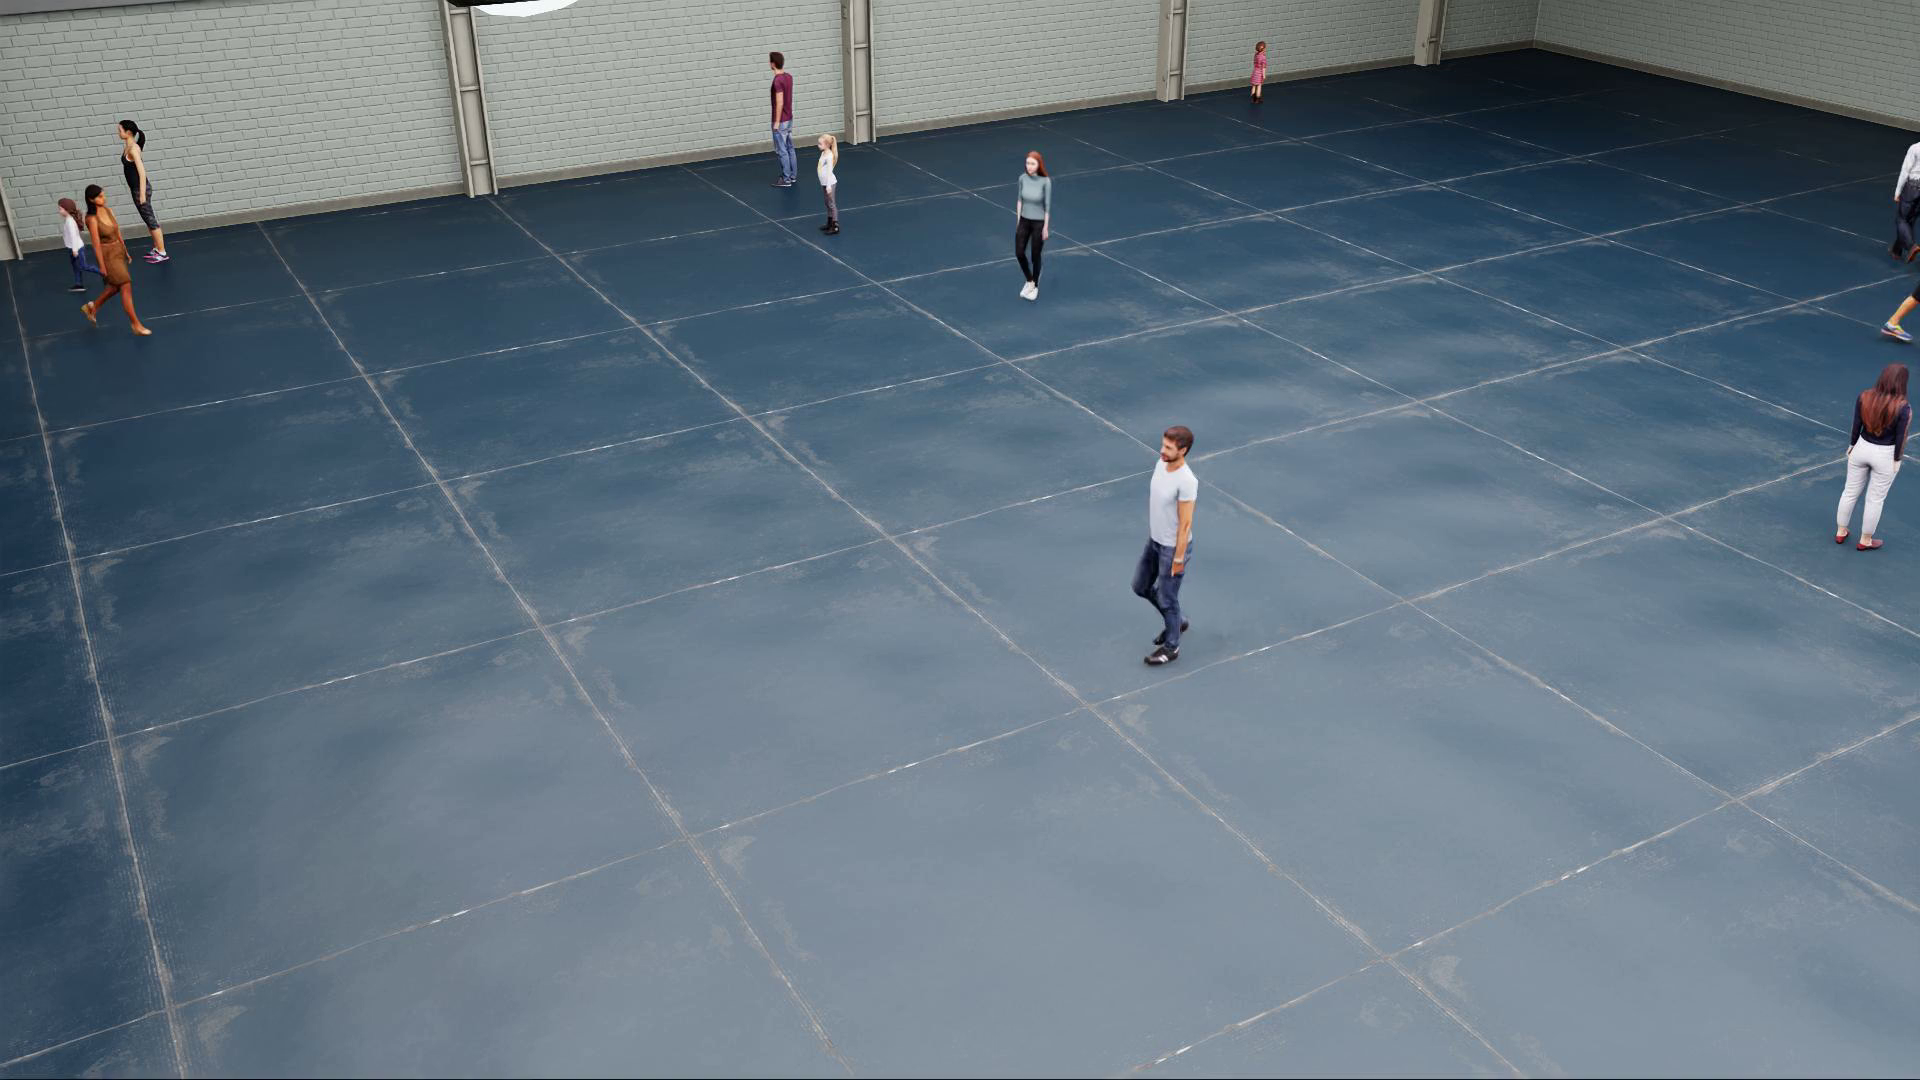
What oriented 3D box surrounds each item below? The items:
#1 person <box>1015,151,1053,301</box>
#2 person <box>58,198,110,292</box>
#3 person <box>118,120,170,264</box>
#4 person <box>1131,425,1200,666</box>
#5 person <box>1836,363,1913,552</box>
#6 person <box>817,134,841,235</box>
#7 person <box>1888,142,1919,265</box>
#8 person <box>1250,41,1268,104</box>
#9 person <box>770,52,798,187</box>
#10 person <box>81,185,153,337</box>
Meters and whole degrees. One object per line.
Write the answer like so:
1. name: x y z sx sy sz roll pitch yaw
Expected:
1. person: 0.877 -3.624 19.107 0.716 1.729 0.753 14 30 25
2. person: -10.293 -3.454 19.464 0.710 1.101 0.452 -15 31 -27
3. person: -10.028 -4.282 20.388 0.538 1.729 0.576 -17 32 -29
4. person: 1.566 0.024 11.888 0.695 1.853 0.679 -11 29 -21
5. person: 7.454 -0.687 13.535 0.566 1.609 0.616 -19 33 -32
6. person: -1.695 -4.618 21.534 0.528 1.275 0.518 -9 29 -17
7. person: 11.654 -4.227 20.202 1.123 1.800 1.090 2 27 4
8. person: 5.091 -7.971 28.322 0.453 1.021 0.431 -17 32 -30
9. person: -2.512 -5.961 23.514 0.781 1.850 0.718 7 28 14
10. person: -9.240 -3.009 17.982 1.054 1.667 0.861 0 27 0
